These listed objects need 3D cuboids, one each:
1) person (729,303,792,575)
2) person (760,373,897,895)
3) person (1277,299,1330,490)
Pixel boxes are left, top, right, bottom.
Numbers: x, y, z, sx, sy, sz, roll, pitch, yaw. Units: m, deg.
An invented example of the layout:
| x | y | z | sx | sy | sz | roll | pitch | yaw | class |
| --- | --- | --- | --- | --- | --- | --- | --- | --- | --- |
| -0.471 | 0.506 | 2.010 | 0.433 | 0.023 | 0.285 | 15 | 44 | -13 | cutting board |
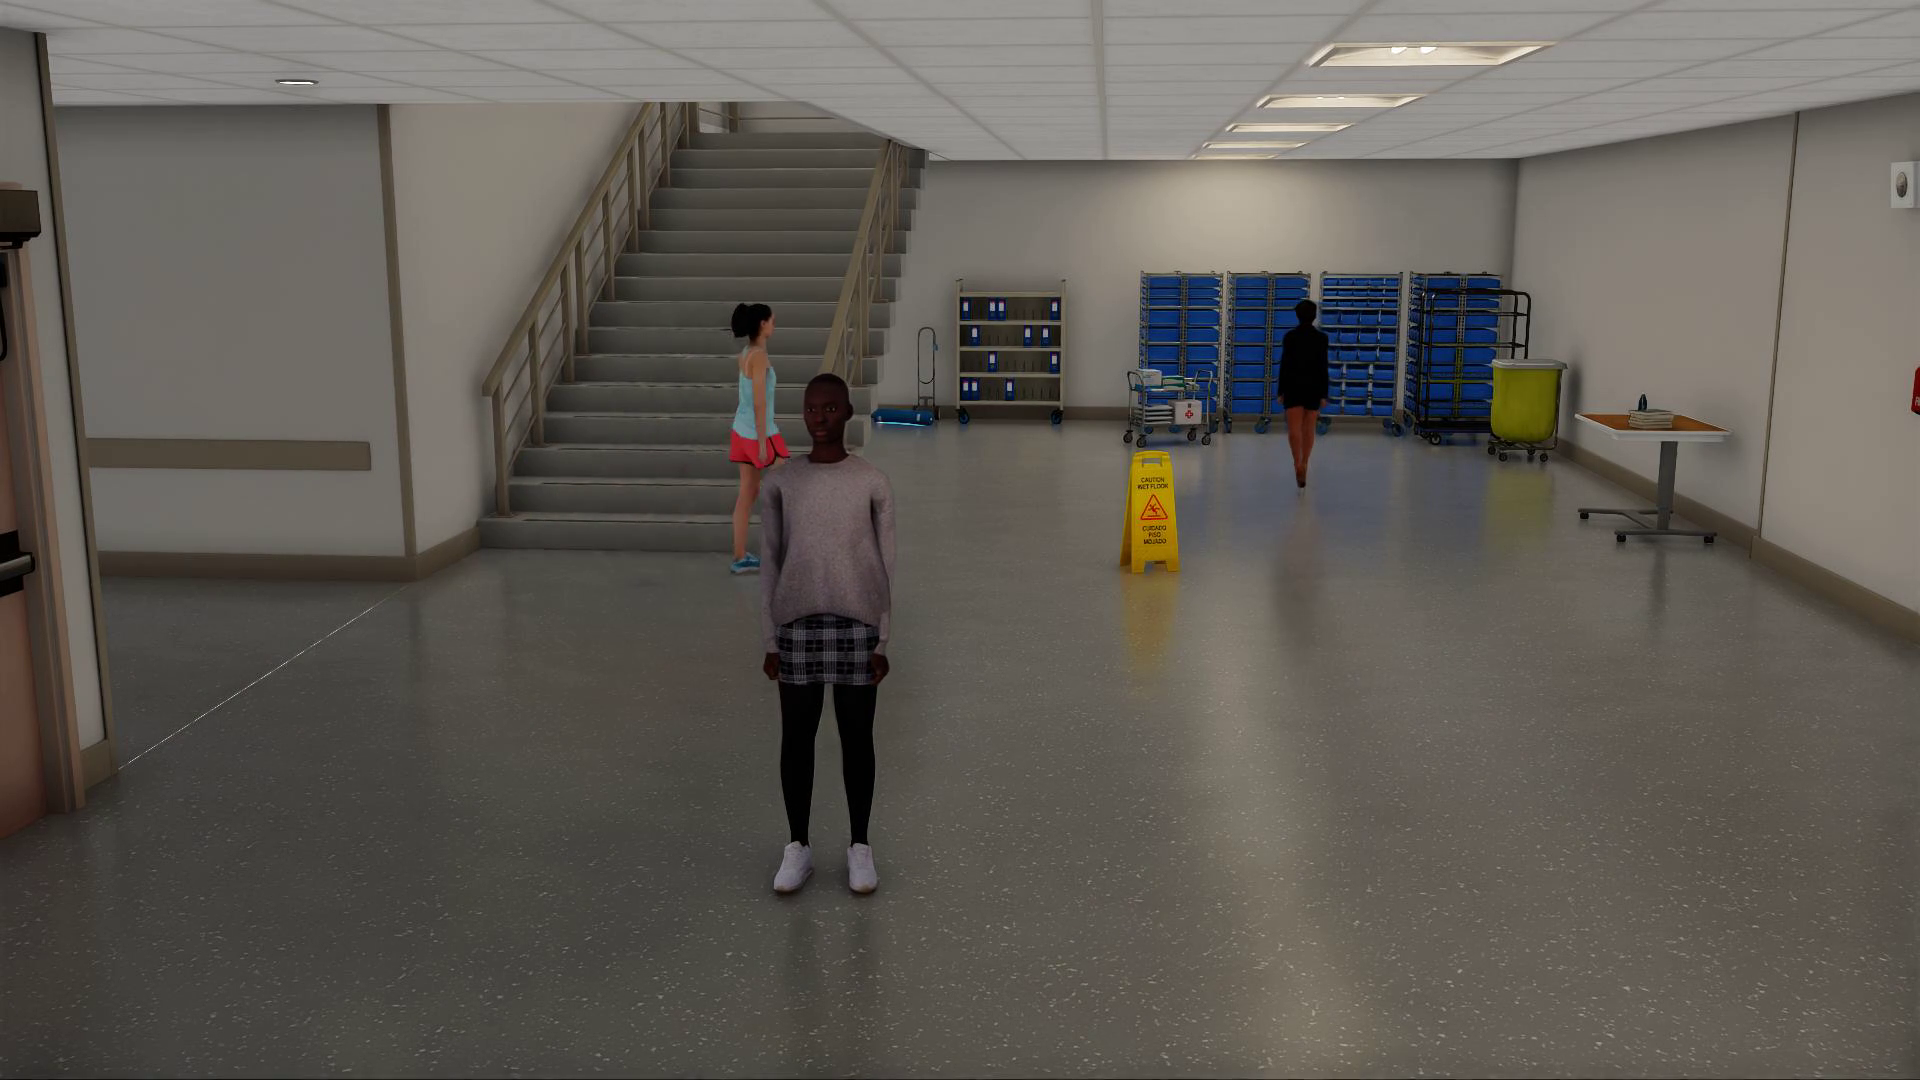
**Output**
| x | y | z | sx | sy | sz | roll | pitch | yaw | class |
| --- | --- | --- | --- | --- | --- | --- | --- | --- | --- |
| -1.401 | -0.642 | 10.792 | 0.826 | 1.753 | 0.810 | -5 | 12 | -24 | person |
| -0.451 | 0.315 | 5.697 | 0.628 | 1.772 | 0.559 | 0 | 11 | 0 | person |
| 2.914 | -1.197 | 14.114 | 0.571 | 1.605 | 0.994 | 1 | 11 | 4 | person |
